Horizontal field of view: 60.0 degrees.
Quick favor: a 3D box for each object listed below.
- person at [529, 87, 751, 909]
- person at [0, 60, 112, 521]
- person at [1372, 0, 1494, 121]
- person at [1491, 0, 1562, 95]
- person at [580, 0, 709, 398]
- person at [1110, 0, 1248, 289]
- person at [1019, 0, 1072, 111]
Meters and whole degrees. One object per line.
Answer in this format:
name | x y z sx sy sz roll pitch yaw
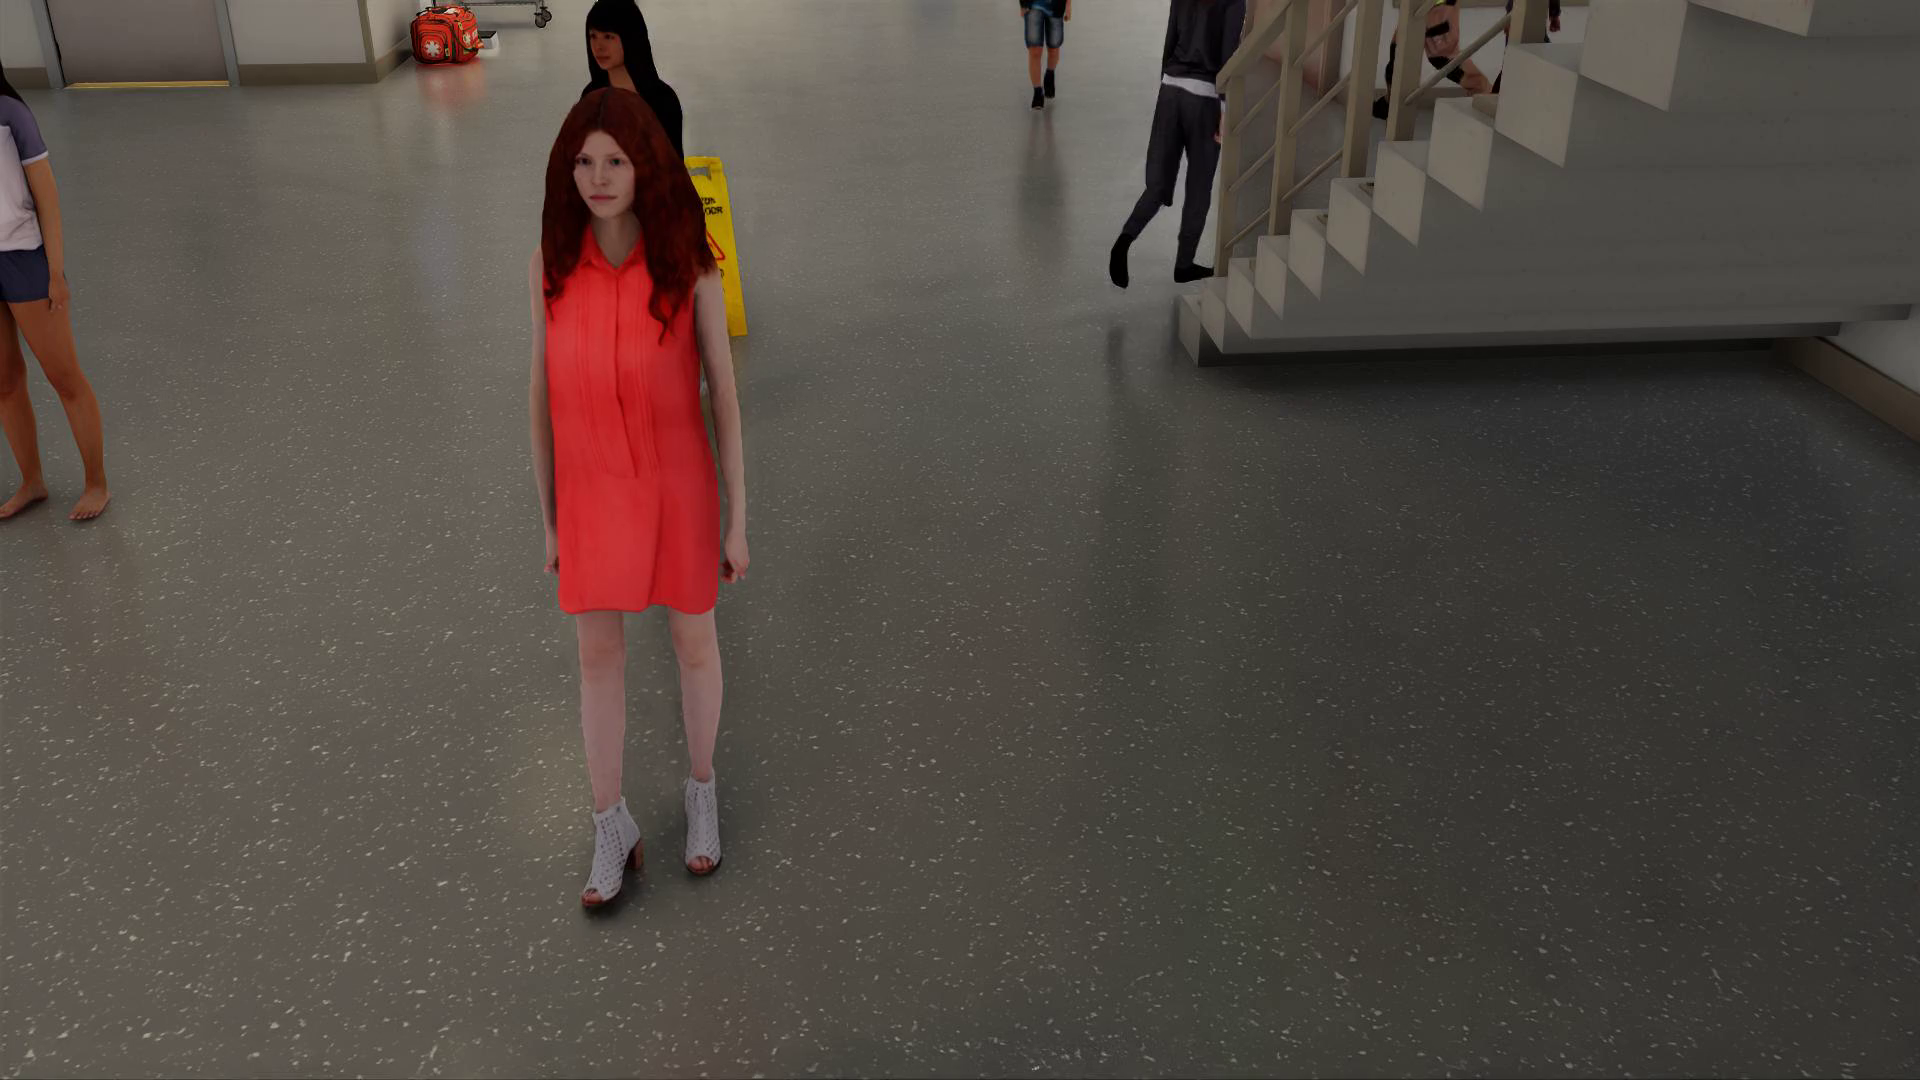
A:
person | -0.691 -0.073 3.652 0.646 1.825 0.651 1 26 3
person | -3.140 -0.901 5.471 0.609 1.734 0.549 1 26 3
person | 3.258 -3.691 11.179 0.923 1.803 1.152 1 26 2
person | 3.482 -3.279 10.453 0.847 1.692 0.786 20 32 35
person | -1.139 -1.150 6.138 0.942 1.605 1.147 12 28 23
person | 1.026 -1.943 7.622 1.053 1.744 1.055 23 34 40
person | 0.609 -3.833 11.918 0.587 1.416 0.972 0 26 -1
